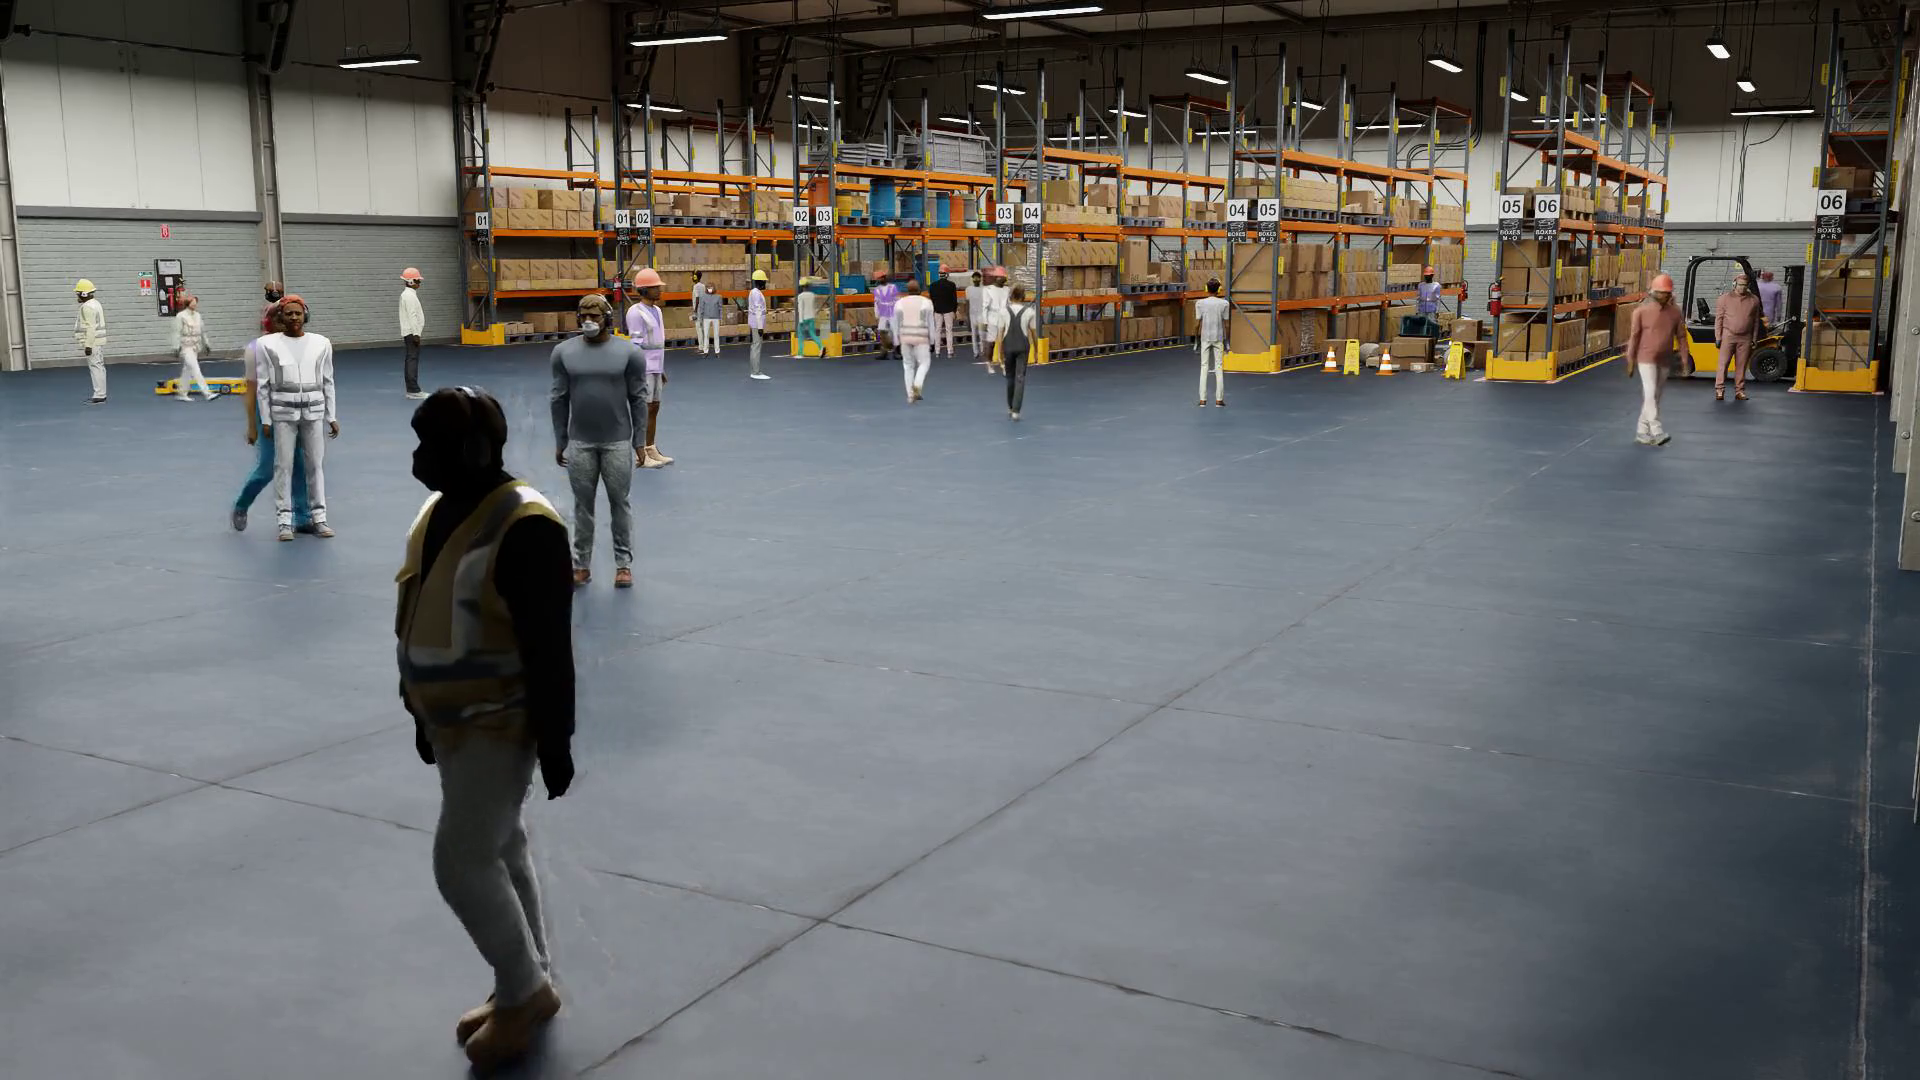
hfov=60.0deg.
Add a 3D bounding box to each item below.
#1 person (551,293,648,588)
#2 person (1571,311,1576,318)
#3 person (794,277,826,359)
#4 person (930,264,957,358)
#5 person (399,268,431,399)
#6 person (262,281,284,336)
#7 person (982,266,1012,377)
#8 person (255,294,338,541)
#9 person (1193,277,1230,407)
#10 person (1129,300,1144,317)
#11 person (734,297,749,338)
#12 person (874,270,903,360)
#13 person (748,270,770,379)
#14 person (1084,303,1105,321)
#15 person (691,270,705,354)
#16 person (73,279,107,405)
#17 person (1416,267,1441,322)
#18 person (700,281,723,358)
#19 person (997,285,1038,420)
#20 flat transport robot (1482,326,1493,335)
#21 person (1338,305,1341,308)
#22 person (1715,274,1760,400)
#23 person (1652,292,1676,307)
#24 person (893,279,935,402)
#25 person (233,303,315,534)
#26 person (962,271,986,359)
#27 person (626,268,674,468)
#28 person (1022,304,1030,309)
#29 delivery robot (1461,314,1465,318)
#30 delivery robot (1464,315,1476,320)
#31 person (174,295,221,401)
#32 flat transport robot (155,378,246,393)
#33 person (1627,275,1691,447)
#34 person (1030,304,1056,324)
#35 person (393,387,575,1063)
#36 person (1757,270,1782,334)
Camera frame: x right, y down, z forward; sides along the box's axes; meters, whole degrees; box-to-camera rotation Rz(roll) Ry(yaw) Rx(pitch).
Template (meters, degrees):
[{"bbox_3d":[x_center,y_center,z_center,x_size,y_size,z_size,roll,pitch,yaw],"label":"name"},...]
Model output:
[{"bbox_3d":[-2.360,-0.646,10.920,0.630,1.938,0.369,0,10,-1],"label":"person"},{"bbox_3d":[15.163,-5.764,40.870,0.552,1.942,0.343,3,10,15],"label":"person"},{"bbox_3d":[-3.194,-4.685,35.150,0.728,1.741,0.529,8,13,40],"label":"person"},{"bbox_3d":[-0.347,-4.905,35.688,0.609,1.995,0.379,3,10,15],"label":"person"},{"bbox_3d":[-8.369,-3.159,25.467,0.379,1.996,0.610,-5,11,-26],"label":"person"},{"bbox_3d":[-9.256,-2.596,22.653,0.429,1.836,0.628,-3,10,-16],"label":"person"},{"bbox_3d":[0.689,-3.980,30.274,0.608,2.006,0.995,-2,10,-9],"label":"person"},{"bbox_3d":[-5.096,-0.941,12.810,0.572,1.883,0.355,-6,12,-33],"label":"person"},{"bbox_3d":[3.650,-2.861,24.088,0.531,1.870,0.316,2,10,10],"label":"person"},{"bbox_3d":[4.534,-5.961,42.415,0.602,1.814,0.495,6,11,30],"label":"person"},{"bbox_3d":[-5.793,-6.187,44.254,0.501,1.633,0.279,6,11,31],"label":"person"},{"bbox_3d":[-1.472,-4.689,34.763,0.697,1.893,0.383,4,10,20],"label":"person"},{"bbox_3d":[-3.569,-3.812,29.484,0.373,1.928,0.584,-2,10,-13],"label":"person"},{"bbox_3d":[3.270,-5.598,40.418,0.533,1.767,0.327,3,10,19],"label":"person"},{"bbox_3d":[-5.846,-5.092,37.157,0.310,1.868,0.533,2,10,12],"label":"person"},{"bbox_3d":[-12.777,-2.904,24.448,0.404,1.835,0.587,-3,10,-16],"label":"person"},{"bbox_3d":[10.513,-5.169,37.398,0.542,1.939,0.362,6,11,32],"label":"person"},{"bbox_3d":[-5.339,-4.734,35.746,0.507,1.631,0.276,-1,10,-7],"label":"person"},{"bbox_3d":[0.775,-2.515,22.301,0.533,1.790,0.984,1,10,6],"label":"person"},{"bbox_3d":[14.643,-5.757,45.719,0.652,0.197,1.431,0,10,-2],"label":"flat transport robot"},{"bbox_3d":[9.495,-5.702,41.486,0.354,1.605,0.667,2,10,13],"label":"person"},{"bbox_3d":[11.768,-3.065,25.195,0.638,1.903,0.408,1,10,5],"label":"person"},{"bbox_3d":[16.107,-5.131,38.089,0.533,1.623,0.398,5,11,28],"label":"person"},{"bbox_3d":[-0.681,-2.940,24.664,0.644,1.831,0.502,2,10,11],"label":"person"},{"bbox_3d":[-5.340,-0.940,12.974,0.725,1.823,0.594,4,10,21],"label":"person"},{"bbox_3d":[0.321,-4.759,35.245,0.532,1.851,0.569,2,10,11],"label":"person"},{"bbox_3d":[-3.192,-1.766,17.159,0.360,2.047,0.615,2,10,13],"label":"person"},{"bbox_3d":[1.724,-6.084,42.750,0.612,1.940,0.679,5,11,27],"label":"person"},{"bbox_3d":[13.951,-6.016,46.129,0.477,0.478,0.707,-2,10,-10],"label":"delivery robot"},{"bbox_3d":[13.857,-5.916,45.546,0.707,0.478,0.477,-2,10,-11],"label":"delivery robot"},{"bbox_3d":[-11.388,-2.844,24.787,0.870,1.594,0.543,2,10,11],"label":"person"},{"bbox_3d":[-11.932,-2.461,26.423,1.431,0.197,0.652,-2,10,-9],"label":"flat transport robot"},{"bbox_3d":[8.017,-2.038,19.028,0.629,1.940,1.007,-1,10,-4],"label":"person"},{"bbox_3d":[1.876,-5.203,37.645,0.623,1.932,0.370,0,10,2],"label":"person"},{"bbox_3d":[-1.312,0.503,4.508,0.506,1.829,0.650,-9,13,-42],"label":"person"},{"bbox_3d":[17.600,-4.960,36.382,0.654,1.881,0.830,8,13,40],"label":"person"}]
